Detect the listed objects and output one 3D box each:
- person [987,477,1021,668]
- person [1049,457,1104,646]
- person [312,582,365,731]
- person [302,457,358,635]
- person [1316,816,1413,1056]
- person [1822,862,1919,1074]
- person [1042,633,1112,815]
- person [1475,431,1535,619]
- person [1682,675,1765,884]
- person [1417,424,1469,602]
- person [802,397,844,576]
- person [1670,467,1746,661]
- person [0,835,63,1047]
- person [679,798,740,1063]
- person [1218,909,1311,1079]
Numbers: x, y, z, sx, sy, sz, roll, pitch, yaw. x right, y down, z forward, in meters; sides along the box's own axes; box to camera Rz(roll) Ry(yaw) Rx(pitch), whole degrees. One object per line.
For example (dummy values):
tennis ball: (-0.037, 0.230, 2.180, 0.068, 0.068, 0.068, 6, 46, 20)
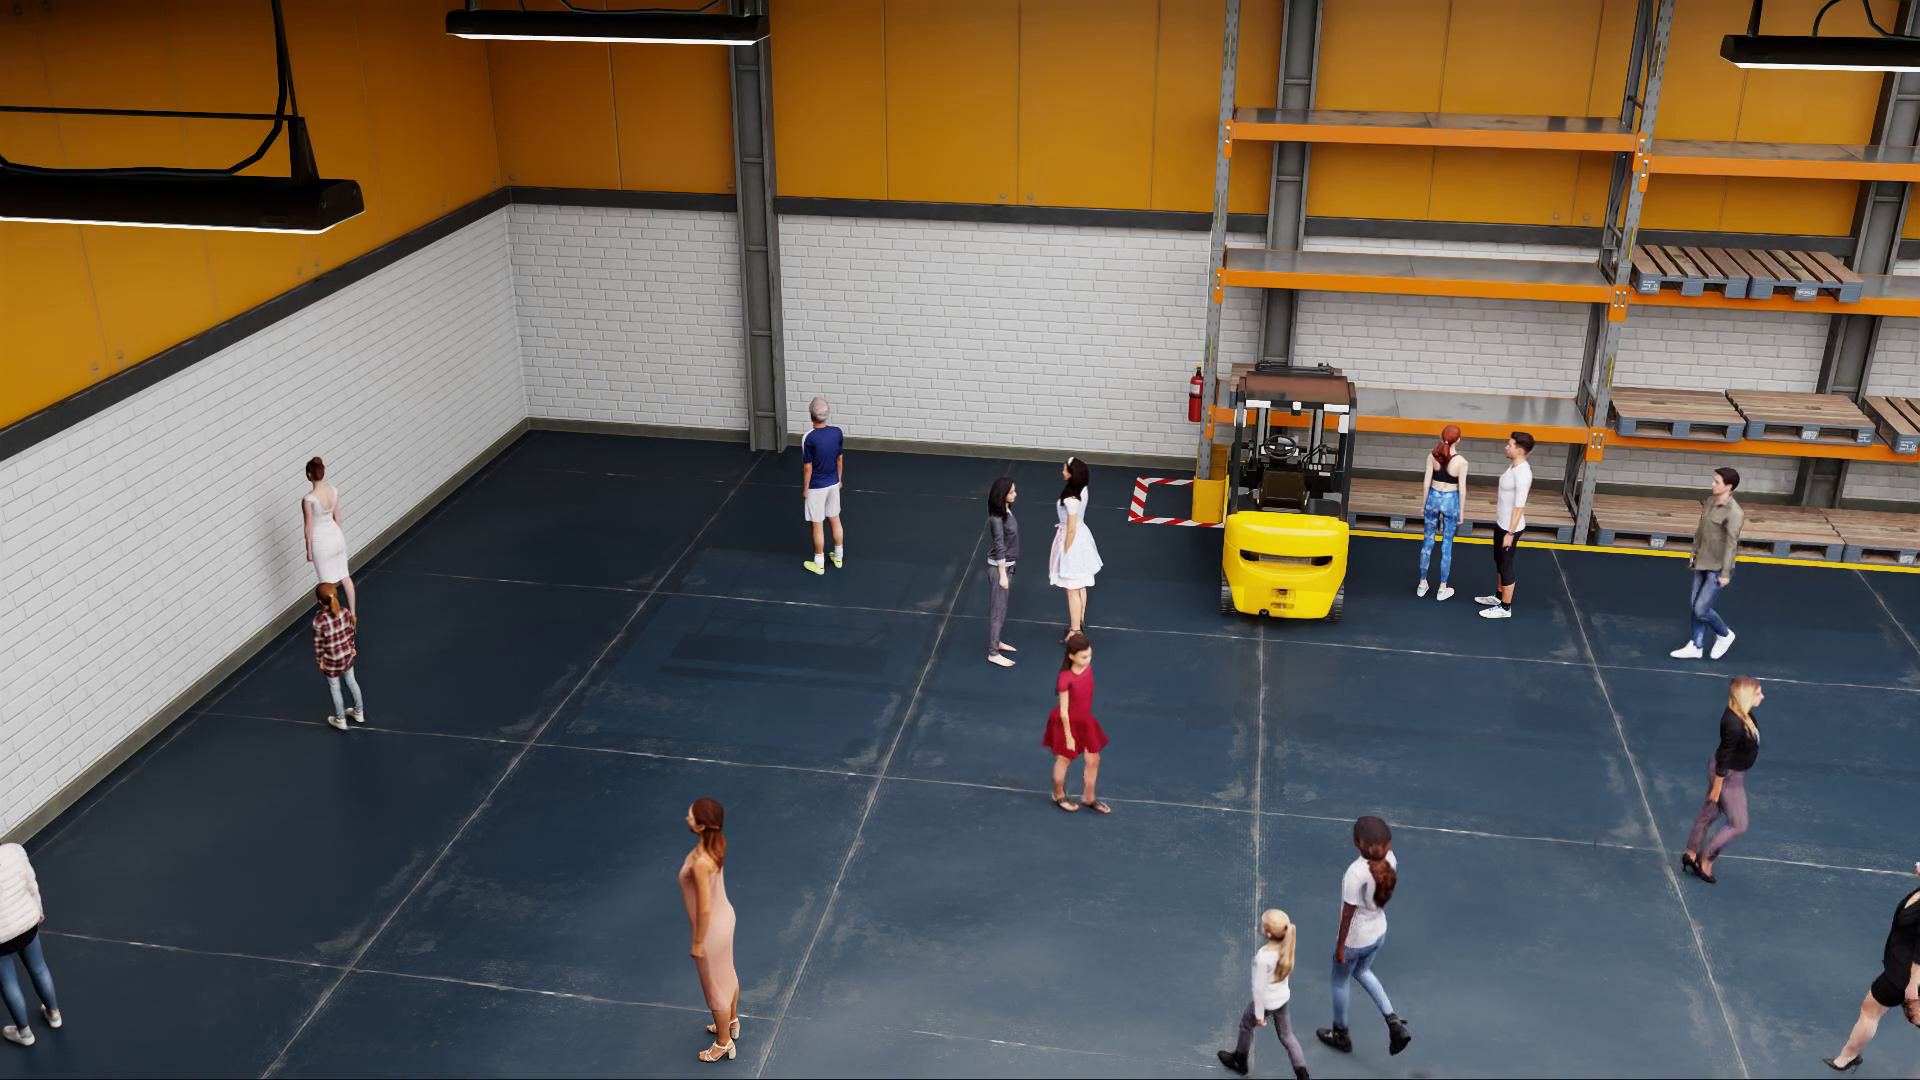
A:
person: (0.371, 0.257, 14.993, 0.523, 1.764, 0.610, 2, 24, 5)
person: (1.039, 0.105, 15.276, 0.754, 1.816, 0.730, 7, 25, 16)
person: (-5.227, 0.962, 13.952, 0.613, 1.305, 0.594, 16, 28, 32)
person: (-5.837, 0.071, 15.381, 0.580, 1.794, 0.607, 12, 26, 25)
person: (2.494, 2.433, 10.082, 0.875, 1.710, 0.957, -20, 30, -37)
person: (5.690, 2.582, 9.797, 1.107, 1.665, 0.862, 15, 28, 30)
person: (0.804, 1.375, 12.719, 0.836, 1.536, 0.746, 20, 30, 37)
person: (5.228, -0.156, 15.827, 0.533, 1.851, 0.674, 4, 24, 8)
person: (5.354, 1.688, 11.848, 0.650, 1.660, 0.646, 9, 25, 20)
person: (4.692, -0.281, 16.195, 0.616, 1.785, 0.719, 13, 27, 28)
person: (-1.387, -0.561, 16.770, 0.722, 1.838, 0.759, -19, 30, -37)
person: (6.848, 0.237, 14.927, 0.876, 1.853, 0.836, -3, 24, -7)
person: (-5.909, 2.382, 10.292, 0.683, 1.635, 0.698, 15, 28, 31)
person: (-1.497, 2.355, 10.110, 0.513, 1.831, 0.590, 3, 24, 7)
person: (1.904, 2.760, 9.886, 0.850, 1.267, 0.921, -16, 28, -32)
